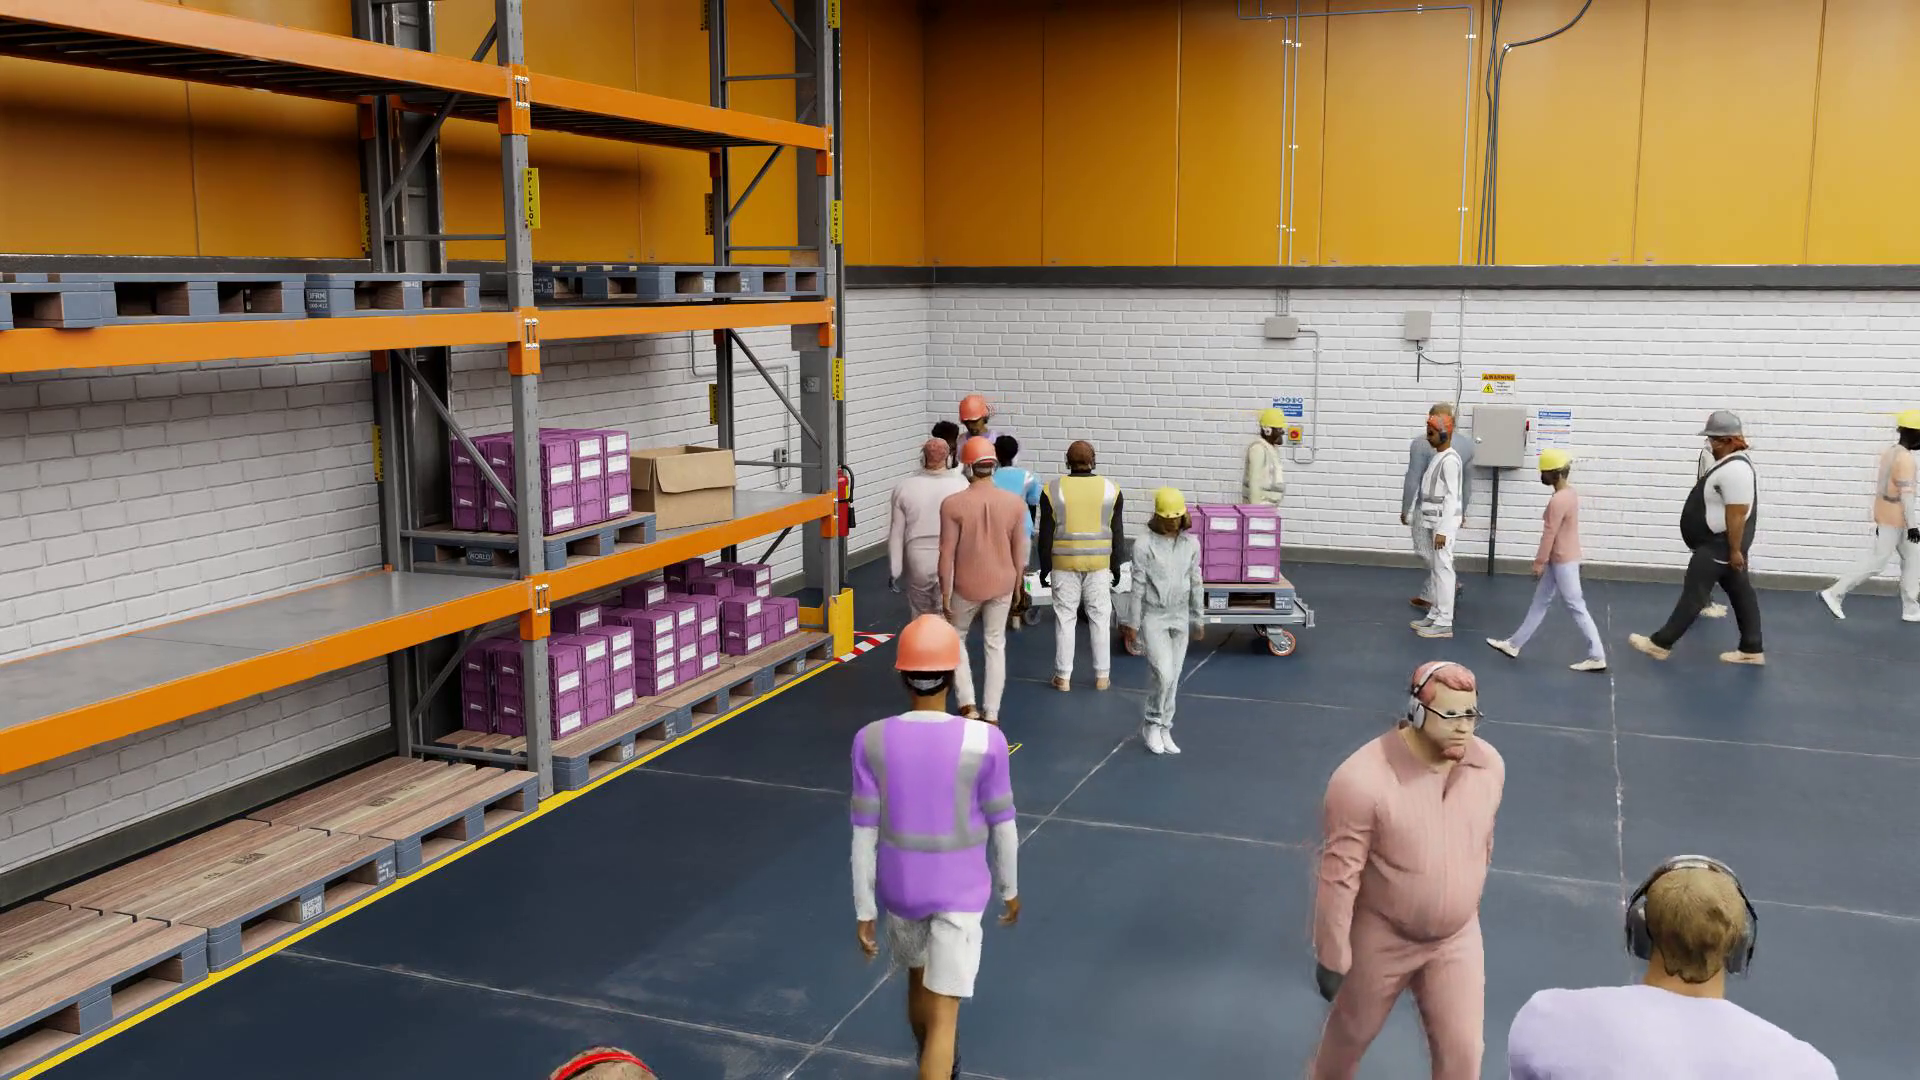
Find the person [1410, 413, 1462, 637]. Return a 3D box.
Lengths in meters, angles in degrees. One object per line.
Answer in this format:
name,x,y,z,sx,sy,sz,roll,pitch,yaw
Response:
person,4.028,-0.123,13.981,0.356,1.884,0.572,1,9,7

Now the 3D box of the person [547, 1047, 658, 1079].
person,-0.536,1.697,2.717,0.605,1.826,0.512,-4,10,-25

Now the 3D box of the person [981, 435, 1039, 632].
person,0.403,-0.072,14.322,0.552,1.668,0.688,-1,9,-6

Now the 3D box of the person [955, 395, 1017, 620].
person,0.197,-0.278,14.582,0.660,1.999,0.493,5,10,30

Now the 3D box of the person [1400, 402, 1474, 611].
person,4.310,-0.264,14.810,0.689,1.907,0.750,-3,10,-20

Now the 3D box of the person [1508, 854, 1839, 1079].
person,1.405,1.572,3.360,0.628,1.901,1.024,2,9,15

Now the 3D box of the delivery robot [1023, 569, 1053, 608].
delivery robot,0.851,0.396,14.590,0.707,0.478,0.477,-3,9,-18

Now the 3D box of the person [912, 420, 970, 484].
person,-0.083,0.020,12.938,0.639,1.936,0.782,-2,9,-10

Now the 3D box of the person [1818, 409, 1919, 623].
person,8.087,-0.209,14.521,0.913,1.888,0.577,4,10,26

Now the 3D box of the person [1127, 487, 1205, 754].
person,1.316,0.513,10.472,0.510,1.714,0.419,-4,10,-26

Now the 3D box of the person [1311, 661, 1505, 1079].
person,1.431,1.262,5.455,0.662,1.849,0.844,-2,9,-15

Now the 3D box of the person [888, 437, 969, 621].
person,-0.156,0.189,12.047,0.673,1.867,0.941,1,9,6

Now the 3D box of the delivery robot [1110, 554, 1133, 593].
delivery robot,1.561,0.365,14.780,0.707,0.478,0.477,-5,10,-28

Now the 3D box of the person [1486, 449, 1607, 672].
person,4.565,0.151,12.797,0.946,1.701,0.535,5,10,29

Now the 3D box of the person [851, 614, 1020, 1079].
person,-0.094,1.196,5.722,0.550,1.891,1.011,2,9,15

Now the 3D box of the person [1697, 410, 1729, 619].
person,6.720,-0.235,14.805,0.346,1.847,0.505,5,10,28

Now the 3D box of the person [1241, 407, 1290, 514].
person,2.789,-0.359,15.716,0.629,1.807,0.632,5,10,27

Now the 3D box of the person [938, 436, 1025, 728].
person,0.143,0.301,11.008,0.634,1.975,0.435,-3,9,-17

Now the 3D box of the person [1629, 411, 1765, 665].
person,5.840,-0.042,12.983,1.014,2.000,0.693,5,10,29

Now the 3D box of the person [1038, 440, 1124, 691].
person,0.880,0.188,12.167,0.630,1.840,0.429,-1,9,-4
